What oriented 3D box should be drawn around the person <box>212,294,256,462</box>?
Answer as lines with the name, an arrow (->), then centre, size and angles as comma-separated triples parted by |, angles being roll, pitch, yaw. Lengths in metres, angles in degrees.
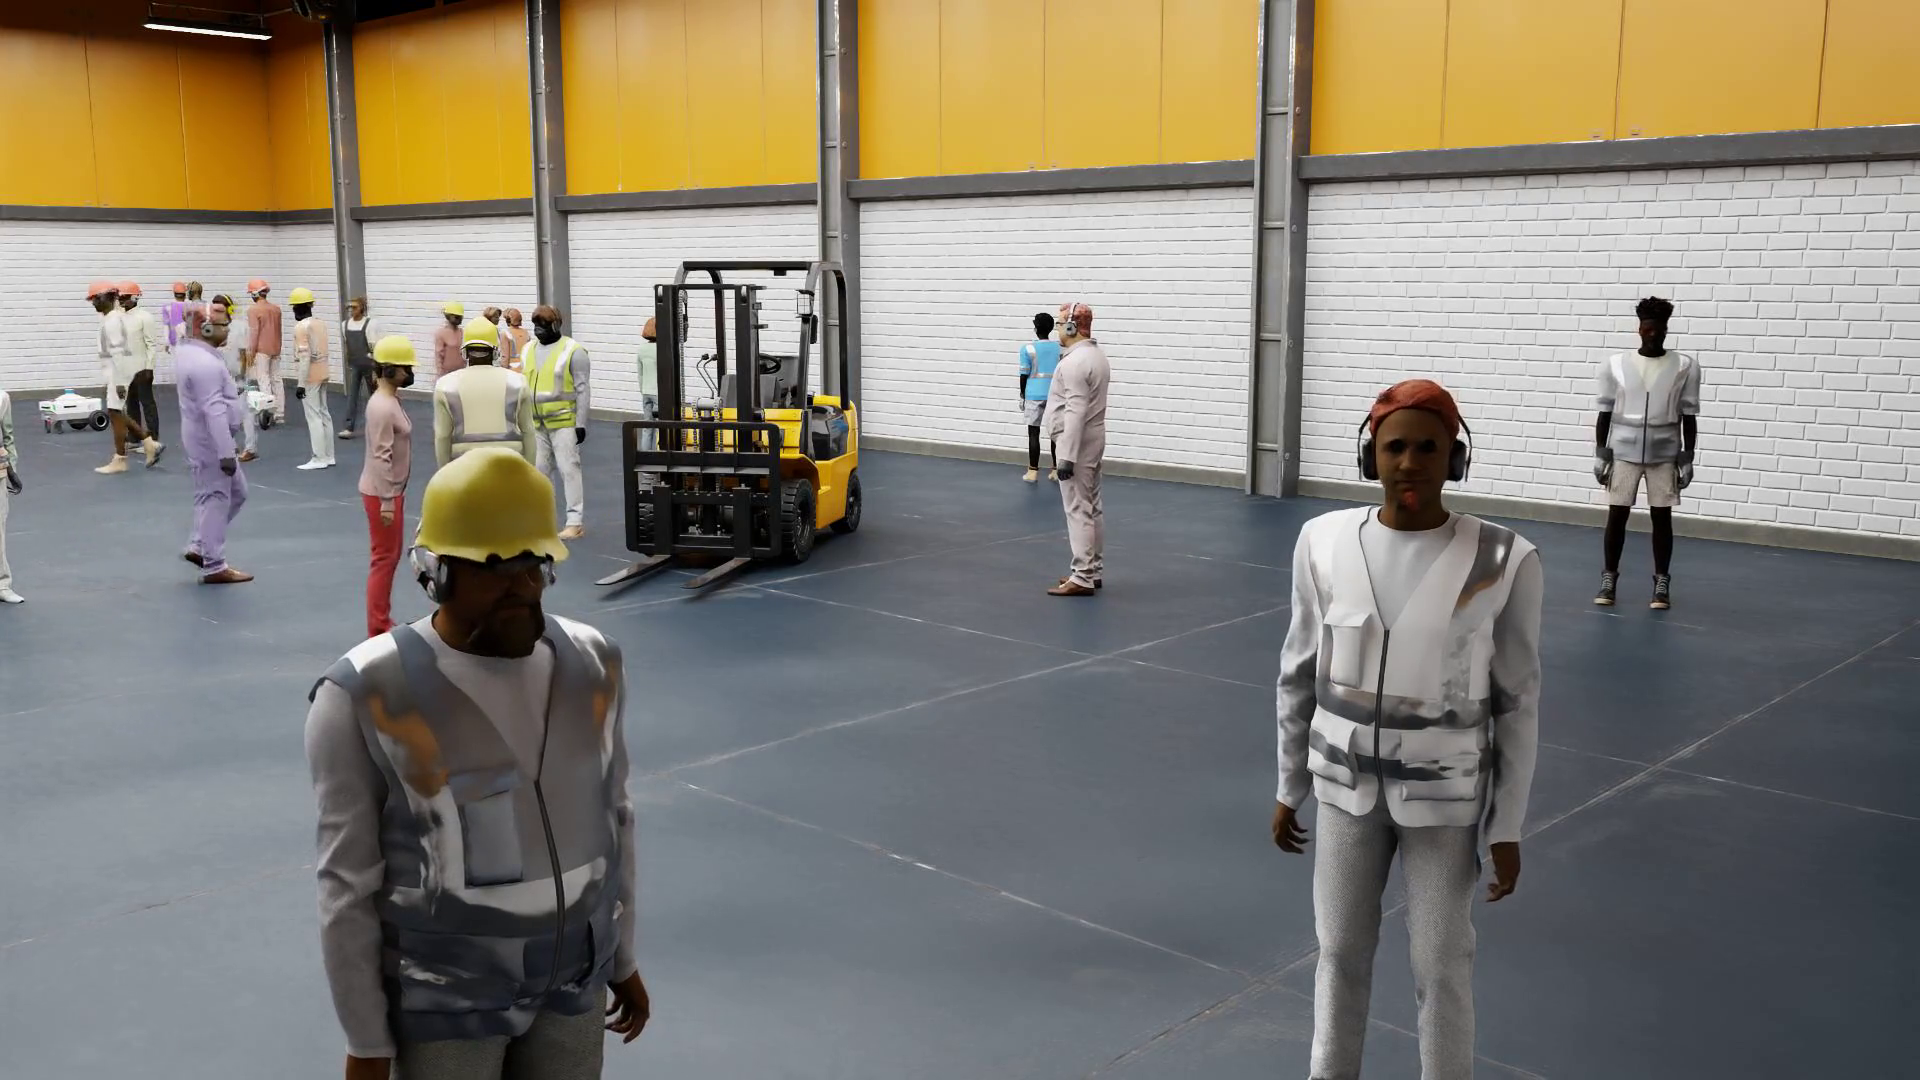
person -> -7.956, -1.749, 18.139 | 0.531, 1.843, 0.576 | 3, 10, 19

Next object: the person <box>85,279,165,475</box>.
person -> -8.705, -1.697, 17.301 | 0.596, 2.023, 0.689 | -4, 10, -22

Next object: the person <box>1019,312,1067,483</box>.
person -> 0.835, -1.414, 16.559 | 0.536, 1.690, 0.321 | -3, 10, -19

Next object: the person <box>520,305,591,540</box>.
person -> -3.201, -0.917, 13.045 | 0.633, 1.841, 0.429 | 4, 10, 23

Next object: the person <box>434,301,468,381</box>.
person -> -5.911, -1.931, 19.585 | 0.791, 1.726, 0.561 | 5, 11, 30

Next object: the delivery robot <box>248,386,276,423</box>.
delivery robot -> -9.371, -1.798, 22.077 | 0.477, 0.478, 0.707 | 0, 10, -3

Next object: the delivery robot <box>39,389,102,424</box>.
delivery robot -> -11.542, -1.715, 21.582 | 0.477, 0.478, 0.707 | 5, 10, 27

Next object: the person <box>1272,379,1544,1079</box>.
person -> 0.972, 0.584, 3.716 | 0.584, 1.882, 0.349 | 6, 11, 33

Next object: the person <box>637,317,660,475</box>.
person -> -3.093, -1.460, 17.002 | 0.500, 1.636, 0.281 | 8, 12, 39

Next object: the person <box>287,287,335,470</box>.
person -> -6.890, -1.705, 17.621 | 0.386, 1.921, 0.594 | 0, 9, 3

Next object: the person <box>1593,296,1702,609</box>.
person -> 4.278, -0.539, 10.393 | 0.607, 1.956, 0.395 | 4, 10, 22

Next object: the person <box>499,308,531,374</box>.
person -> -5.471, -2.034, 20.509 | 0.314, 1.640, 0.516 | 5, 10, 26

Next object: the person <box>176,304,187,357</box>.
person -> -11.139, -2.632, 24.238 | 0.501, 1.611, 0.358 | -2, 9, -10

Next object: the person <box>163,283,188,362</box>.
person -> -12.815, -3.295, 27.487 | 0.565, 1.880, 0.997 | -2, 10, -15

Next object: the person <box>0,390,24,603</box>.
person -> -6.153, -0.386, 10.408 | 0.311, 1.639, 0.514 | 6, 11, 32

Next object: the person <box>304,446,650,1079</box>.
person -> -0.788, 0.750, 2.856 | 0.404, 1.831, 0.588 | 9, 13, 44

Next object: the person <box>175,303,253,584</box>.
person -> -4.992, -0.638, 11.171 | 0.425, 1.893, 0.684 | -5, 11, -29

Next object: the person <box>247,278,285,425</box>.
person -> -9.484, -2.564, 22.680 | 0.384, 1.993, 0.608 | 3, 10, 16

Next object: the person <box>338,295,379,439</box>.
person -> -7.531, -2.182, 20.967 | 0.523, 1.795, 0.978 | 2, 9, 11

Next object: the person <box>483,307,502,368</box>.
person -> -5.998, -2.168, 21.339 | 0.311, 1.636, 0.522 | 1, 9, 5

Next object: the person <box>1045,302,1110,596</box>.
person -> 0.748, -0.588, 10.831 | 0.401, 1.907, 0.648 | 3, 10, 19

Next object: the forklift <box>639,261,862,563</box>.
forklift -> -1.552, -1.040, 12.721 | 1.214, 2.155, 2.313 | 2, 9, 11

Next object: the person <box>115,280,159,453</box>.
person -> -9.524, -1.995, 19.187 | 0.612, 1.995, 0.377 | 4, 10, 23

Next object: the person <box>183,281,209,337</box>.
person -> -11.115, -2.801, 24.297 | 0.372, 1.940, 0.632 | 1, 9, 7

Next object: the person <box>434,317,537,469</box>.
person -> -2.847, -0.421, 10.023 | 0.586, 1.835, 0.403 | -3, 10, -16

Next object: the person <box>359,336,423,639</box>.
person -> -3.149, -0.256, 9.267 | 0.373, 1.754, 0.532 | -3, 10, -15
